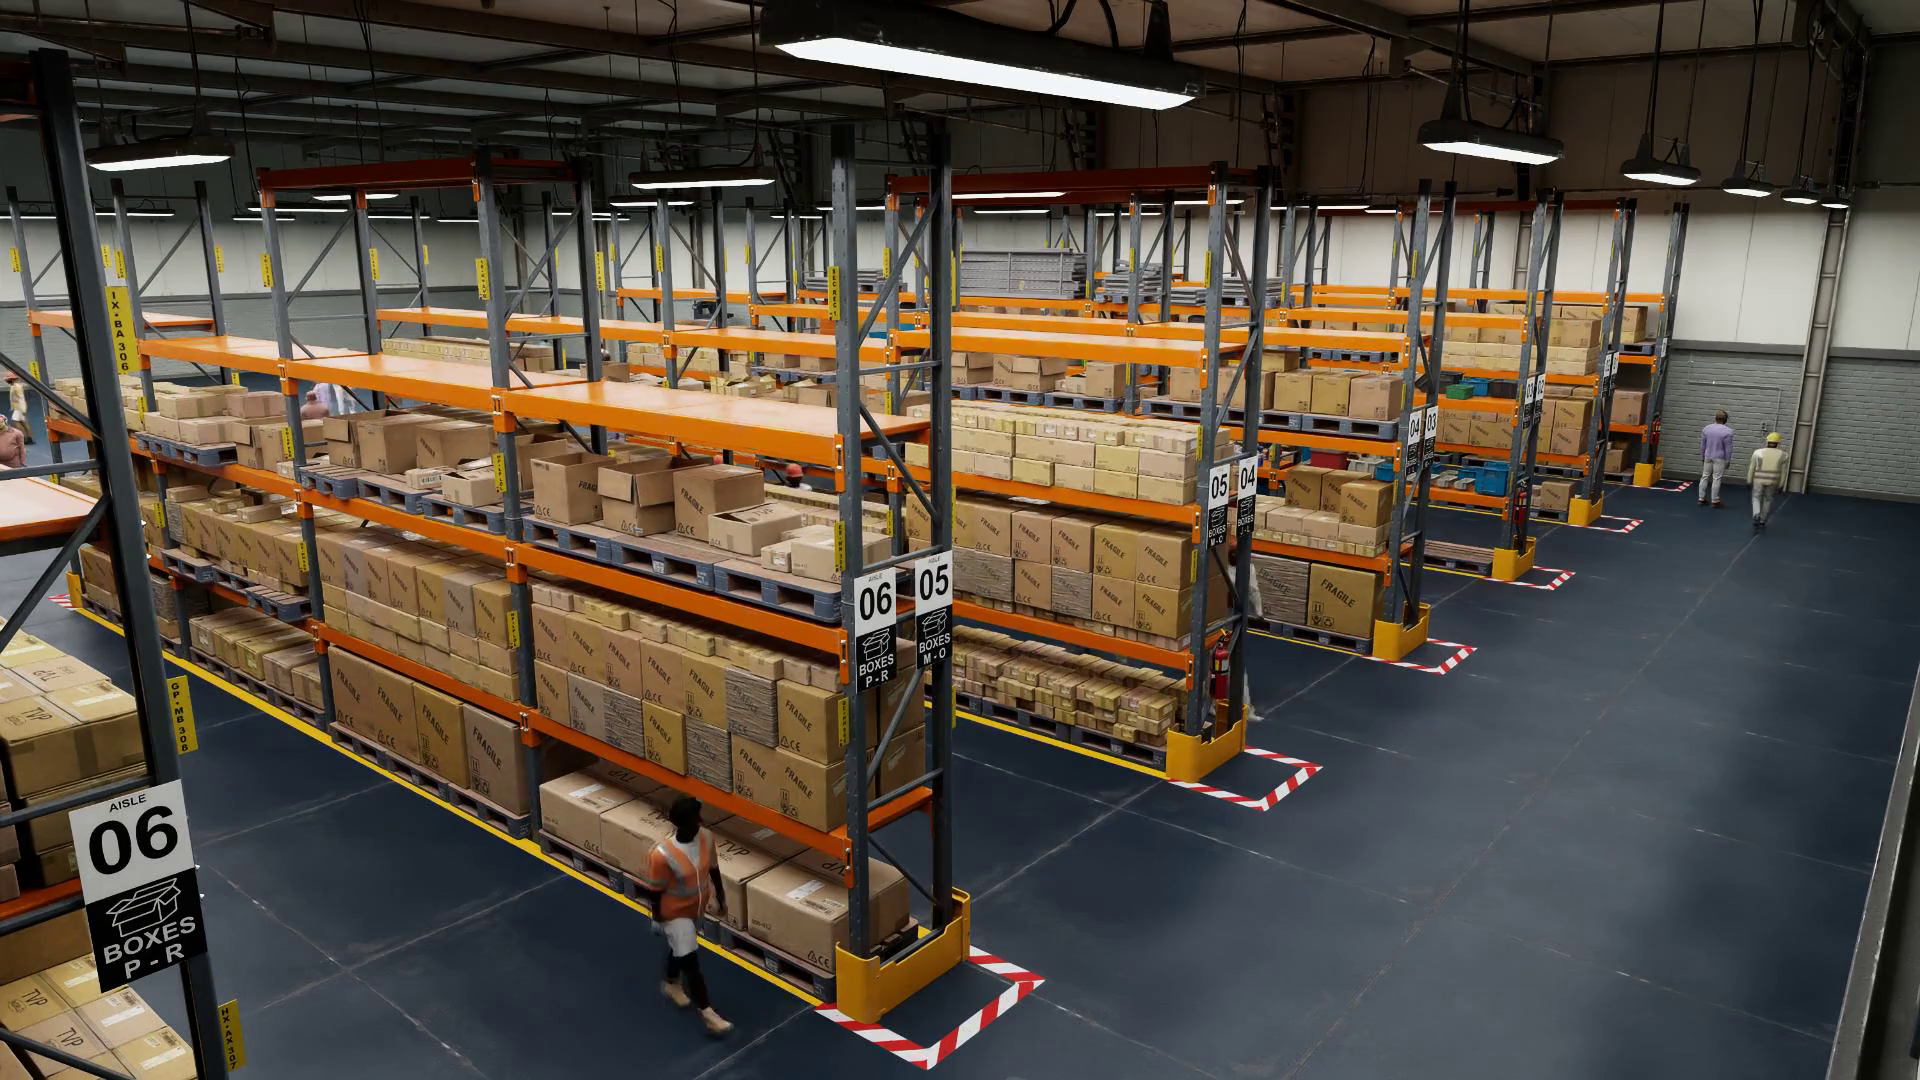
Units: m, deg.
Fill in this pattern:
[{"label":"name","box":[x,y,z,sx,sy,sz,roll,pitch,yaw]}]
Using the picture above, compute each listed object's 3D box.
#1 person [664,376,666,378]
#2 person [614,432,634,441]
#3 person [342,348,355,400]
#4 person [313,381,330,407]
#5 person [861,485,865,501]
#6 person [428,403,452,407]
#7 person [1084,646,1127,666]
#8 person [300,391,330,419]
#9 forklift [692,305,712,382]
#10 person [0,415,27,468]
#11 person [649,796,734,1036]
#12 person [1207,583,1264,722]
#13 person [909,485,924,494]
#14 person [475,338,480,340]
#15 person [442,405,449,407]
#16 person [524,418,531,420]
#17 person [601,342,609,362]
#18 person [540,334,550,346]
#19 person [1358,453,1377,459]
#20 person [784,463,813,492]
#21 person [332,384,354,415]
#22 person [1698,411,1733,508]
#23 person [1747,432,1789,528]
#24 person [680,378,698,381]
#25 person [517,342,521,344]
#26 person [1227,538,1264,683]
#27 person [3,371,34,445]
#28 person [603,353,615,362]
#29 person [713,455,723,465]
[{"label":"person","box":[-11.289,-6.916,47.676,0.279,1.633,0.498,7,16,28]},{"label":"person","box":[-7.085,-2.019,26.798,0.611,1.999,1.051,8,16,29]},{"label":"person","box":[-20.238,-5.472,41.526,0.433,1.727,0.496,1,14,3]},{"label":"person","box":[-16.815,-3.554,33.330,0.635,1.888,0.643,-9,16,-32]},{"label":"person","box":[-1.610,-0.161,19.945,0.773,1.596,0.518,13,19,43]},{"label":"person","box":[-12.930,-3.062,31.376,0.567,1.846,0.389,-8,16,-28]},{"label":"person","box":[1.899,0.726,15.635,0.610,1.932,0.583,-12,18,-39]},{"label":"person","box":[-14.731,-2.468,28.824,0.663,1.895,0.515,-10,17,-36]},{"label":"forklift","box":[-9.511,-7.392,47.124,1.873,2.768,1.129,11,17,38]},{"label":"person","box":[-18.910,-1.541,24.994,0.639,1.910,0.407,-6,15,-22]},{"label":"person","box":[-1.813,2.550,8.653,0.876,1.653,0.544,9,17,34]},{"label":"person","box":[3.078,1.268,14.081,0.508,1.597,0.811,-8,16,-30]},{"label":"person","box":[-0.588,0.150,18.037,0.627,1.903,0.630,-12,18,-40]},{"label":"person","box":[-17.222,-6.365,45.160,0.455,1.752,0.525,6,15,24]},{"label":"person","box":[-10.700,-1.892,26.429,0.391,1.913,0.587,11,17,37]},{"label":"person","box":[-11.332,-3.414,32.605,1.000,1.940,0.658,9,16,32]},{"label":"person","box":[-12.223,-5.852,42.901,0.533,1.830,0.452,-10,17,-34]},{"label":"person","box":[-15.852,-7.031,48.094,0.857,1.659,0.531,5,14,18]},{"label":"person","box":[8.011,-1.529,24.843,0.436,1.953,0.647,8,16,29]},{"label":"person","box":[-2.541,-0.214,19.314,0.615,2.022,0.801,-11,17,-37]},{"label":"person","box":[-18.498,-4.631,37.773,0.647,1.878,0.883,-3,14,-10]},{"label":"person","box":[15.198,-1.637,25.325,0.372,1.940,0.630,-7,15,-26]},{"label":"person","box":[14.976,-1.098,23.358,0.607,1.812,0.570,7,15,27]},{"label":"person","box":[-8.321,-4.845,38.634,0.562,1.876,1.027,4,14,17]},{"label":"person","box":[-14.764,-5.779,42.623,0.575,1.827,0.636,1,14,5]},{"label":"person","box":[3.312,0.889,15.090,0.729,1.852,0.791,-4,14,-16]},{"label":"person","box":[-24.478,-3.406,32.643,0.582,1.917,0.547,-12,18,-40]},{"label":"person","box":[-10.798,-4.833,38.685,0.661,1.831,0.475,-6,15,-24]},{"label":"person","box":[-3.908,-0.457,20.583,0.563,1.877,1.007,-8,16,-30]}]
